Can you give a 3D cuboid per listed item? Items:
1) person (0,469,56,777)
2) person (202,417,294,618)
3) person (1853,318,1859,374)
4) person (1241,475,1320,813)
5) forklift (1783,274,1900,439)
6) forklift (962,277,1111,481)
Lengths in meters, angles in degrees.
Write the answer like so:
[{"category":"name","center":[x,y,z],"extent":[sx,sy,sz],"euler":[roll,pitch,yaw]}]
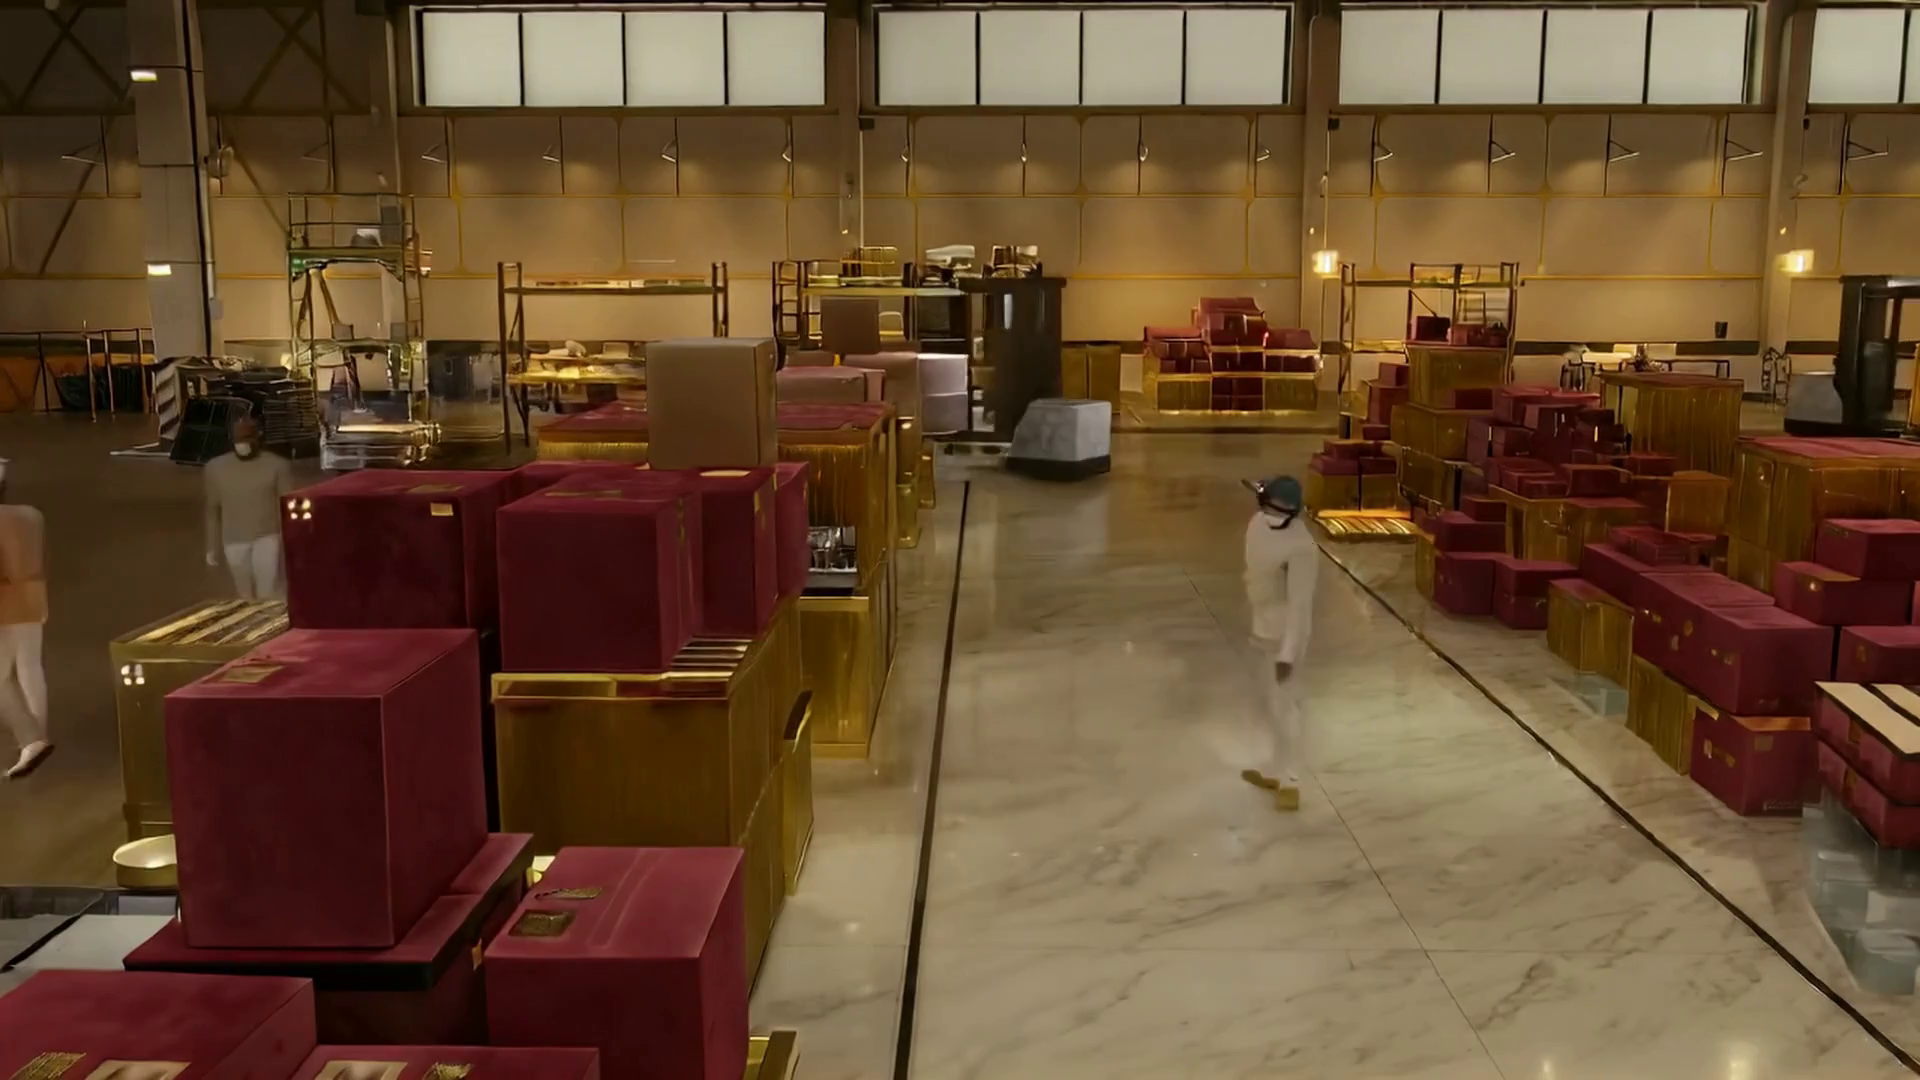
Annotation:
[{"category":"person","center":[-5.612,0.439,9.986],"extent":[0.617,1.899,0.708],"euler":[3,10,19]},{"category":"person","center":[-5.275,0.039,12.350],"extent":[0.632,1.886,1.014],"euler":[-2,10,-11]},{"category":"person","center":[18.688,-3.688,34.623],"extent":[0.584,1.911,0.775],"euler":[4,10,23]},{"category":"person","center":[1.752,0.550,9.329],"extent":[0.373,1.900,0.775],"euler":[-3,10,-15]},{"category":"forklift","center":[15.293,-3.123,28.345],"extent":[1.129,2.768,1.873],"euler":[-6,11,-33]},{"category":"forklift","center":[1.116,-2.310,23.473],"extent":[1.873,2.768,1.129],"euler":[6,11,34]}]
